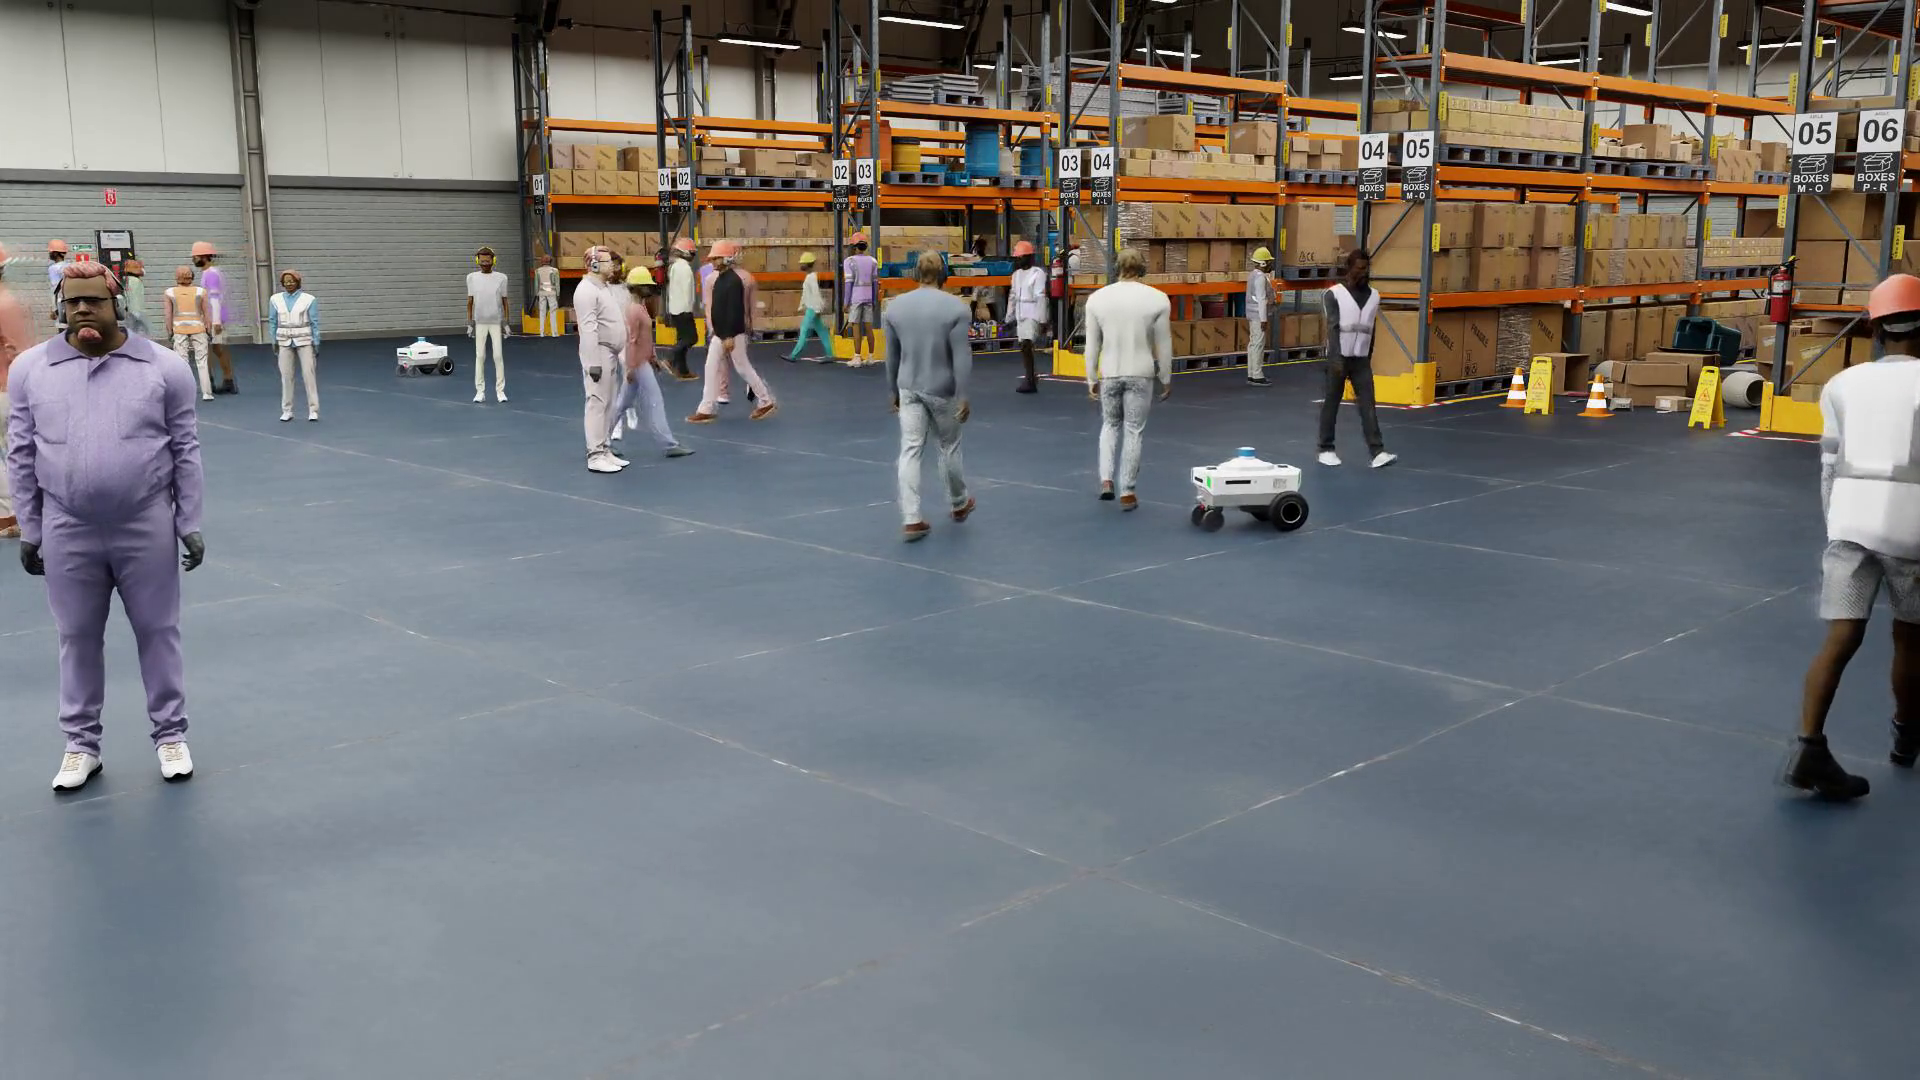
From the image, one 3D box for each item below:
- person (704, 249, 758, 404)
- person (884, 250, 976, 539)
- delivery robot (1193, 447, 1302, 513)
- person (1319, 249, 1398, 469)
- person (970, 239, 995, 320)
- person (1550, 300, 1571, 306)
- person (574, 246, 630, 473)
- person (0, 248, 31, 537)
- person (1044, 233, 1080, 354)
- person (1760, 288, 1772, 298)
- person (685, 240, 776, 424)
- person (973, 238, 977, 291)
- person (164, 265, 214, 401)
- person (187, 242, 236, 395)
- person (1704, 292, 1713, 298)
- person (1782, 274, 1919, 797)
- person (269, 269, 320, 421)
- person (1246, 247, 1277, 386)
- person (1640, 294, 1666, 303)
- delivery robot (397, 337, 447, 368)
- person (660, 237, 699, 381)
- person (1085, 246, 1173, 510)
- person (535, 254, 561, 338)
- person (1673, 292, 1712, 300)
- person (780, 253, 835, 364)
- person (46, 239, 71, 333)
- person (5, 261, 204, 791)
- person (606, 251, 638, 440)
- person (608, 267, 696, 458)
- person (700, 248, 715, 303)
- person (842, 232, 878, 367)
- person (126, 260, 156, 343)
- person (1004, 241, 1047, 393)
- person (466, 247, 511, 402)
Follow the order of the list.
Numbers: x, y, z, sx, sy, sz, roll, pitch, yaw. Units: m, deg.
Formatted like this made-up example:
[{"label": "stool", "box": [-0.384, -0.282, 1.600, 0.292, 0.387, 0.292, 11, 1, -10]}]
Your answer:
[{"label": "person", "box": [-2.696, -2.547, 19.778, 0.652, 1.885, 0.700, -5, 11, -24]}, {"label": "person", "box": [-0.174, -0.999, 11.265, 0.660, 1.892, 0.976, 4, 11, 19]}, {"label": "delivery robot", "box": [1.983, -0.398, 11.515, 0.707, 0.478, 0.477, -2, 11, -10]}, {"label": "person", "box": [3.408, -1.537, 14.272, 0.591, 1.870, 0.986, -4, 11, -21]}, {"label": "person", "box": [0.381, -5.154, 33.852, 0.972, 1.915, 0.634, -8, 13, -38]}, {"label": "person", "box": [11.193, -4.522, 30.618, 0.963, 1.847, 0.580, -10, 14, -43]}, {"label": "person", "box": [-3.050, -1.546, 14.213, 0.407, 1.913, 0.641, 0, 10, 0]}, {"label": "person", "box": [-6.431, -0.994, 11.032, 0.608, 1.974, 0.623, -7, 12, -33]}, {"label": "person", "box": [1.689, -4.119, 28.005, 0.538, 2.000, 0.685, -9, 13, -39]}, {"label": "person", "box": [15.750, -4.877, 32.017, 0.614, 2.043, 0.373, 6, 12, 30]}, {"label": "person", "box": [-2.451, -2.238, 17.892, 1.012, 1.952, 0.626, -6, 12, -30]}, {"label": "person", "box": [0.417, -6.188, 39.447, 0.631, 1.938, 0.362, 10, 14, 43]}, {"label": "person", "box": [-9.317, -2.493, 20.118, 0.522, 1.640, 0.306, -4, 11, -21]}, {"label": "person", "box": [-9.512, -2.781, 20.937, 0.680, 1.911, 0.569, -5, 12, -26]}, {"label": "person", "box": [13.877, -4.529, 31.231, 0.273, 1.632, 0.507, -8, 13, -38]}, {"label": "person", "box": [3.386, -0.024, 6.055, 0.982, 1.860, 0.608, -7, 13, -35]}, {"label": "person", "box": [-7.209, -2.112, 18.055, 0.525, 1.632, 0.309, -1, 10, -4]}, {"label": "person", "box": [4.041, -2.998, 22.334, 0.404, 1.837, 0.593, 0, 10, -3]}, {"label": "person", "box": [13.121, -4.690, 31.667, 0.815, 1.803, 0.616, -5, 12, -25]}, {"label": "delivery robot", "box": [-7.733, -2.673, 23.920, 0.477, 0.478, 0.707, 6, 12, 31]}, {"label": "person", "box": [-3.864, -3.182, 22.989, 0.565, 1.974, 0.614, -6, 12, -31]}, {"label": "person", "box": [1.248, -1.192, 12.274, 0.636, 1.922, 0.495, 3, 11, 18]}, {"label": "person", "box": [-8.105, -4.796, 32.707, 0.508, 1.629, 0.315, 2, 11, 12]}, {"label": "person", "box": [13.365, -4.452, 30.354, 0.664, 1.804, 0.560, 4, 11, 23]}, {"label": "person", "box": [-2.380, -3.609, 25.985, 0.900, 1.720, 0.548, -2, 11, -9]}, {"label": "person", "box": [-13.222, -3.451, 24.518, 0.349, 1.942, 0.545, 0, 10, 3]}, {"label": "person", "box": [-3.103, -0.051, 6.070, 0.638, 1.910, 0.407, -4, 11, -20]}, {"label": "person", "box": [-3.420, -1.944, 16.550, 0.519, 1.851, 0.547, -1, 10, -7]}, {"label": "person", "box": [-2.911, -1.601, 15.042, 0.907, 1.726, 0.531, -2, 11, -9]}, {"label": "person", "box": [-3.863, -3.732, 26.387, 0.591, 1.818, 0.435, 6, 12, 30]}, {"label": "person", "box": [-1.548, -3.676, 25.472, 0.615, 2.039, 0.391, -9, 13, -39]}, {"label": "person", "box": [-12.667, -3.539, 25.881, 0.744, 1.601, 0.530, -7, 12, -32]}, {"label": "person", "box": [0.781, -2.821, 21.137, 0.615, 1.918, 0.586, -8, 13, -39]}, {"label": "person", "box": [-5.707, -2.605, 20.119, 0.508, 1.865, 0.329, -3, 11, -14]}]
